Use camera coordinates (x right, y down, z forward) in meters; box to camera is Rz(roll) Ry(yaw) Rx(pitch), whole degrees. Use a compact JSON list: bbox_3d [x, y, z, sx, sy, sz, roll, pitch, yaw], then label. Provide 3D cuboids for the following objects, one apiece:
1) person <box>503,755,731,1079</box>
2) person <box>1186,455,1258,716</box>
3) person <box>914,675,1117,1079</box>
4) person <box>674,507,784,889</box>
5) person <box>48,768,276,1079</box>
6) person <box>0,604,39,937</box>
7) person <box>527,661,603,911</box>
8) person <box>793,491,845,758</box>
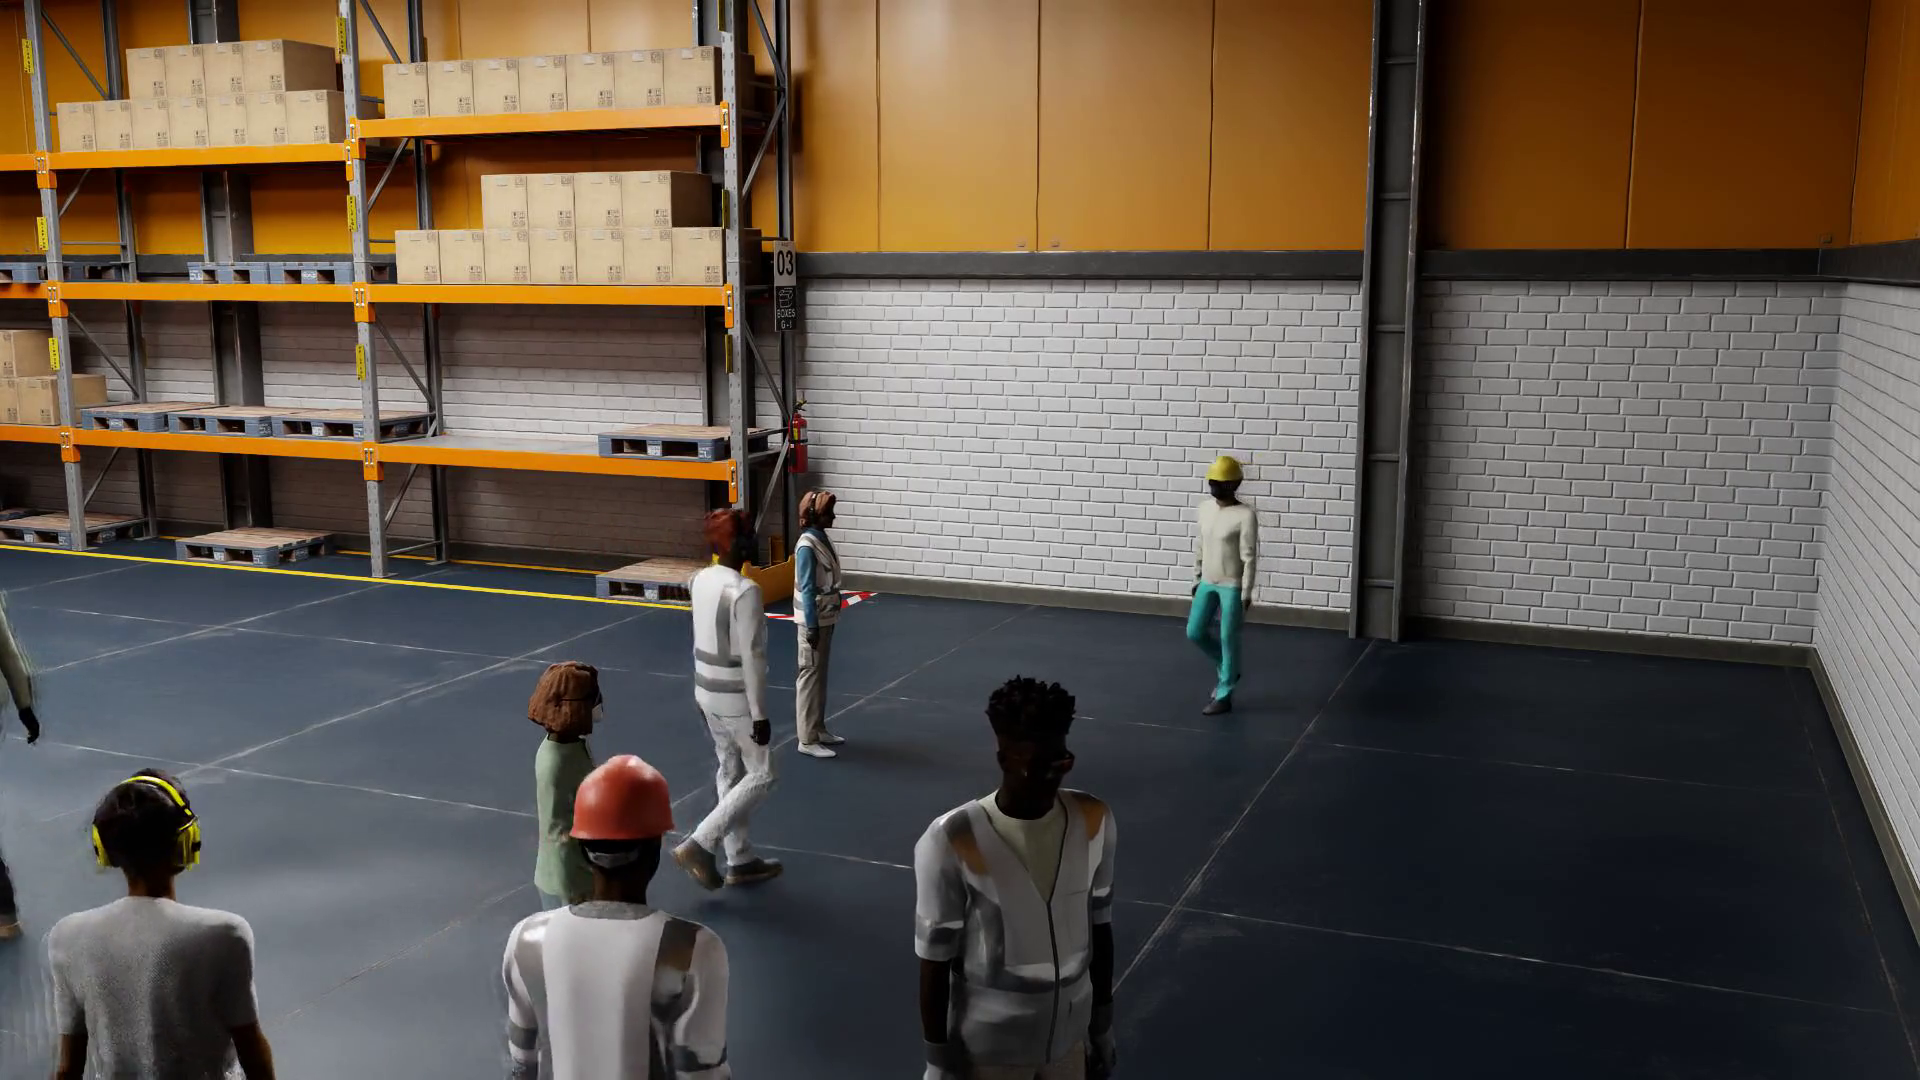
[{"bbox_3d":[-0.775,1.438,3.918,0.551,1.880,0.978,1,9,8],"label":"person"},{"bbox_3d":[1.762,0.300,11.159,0.380,1.754,0.543,-8,12,-38],"label":"person"},{"bbox_3d":[0.163,1.312,4.466,0.607,1.956,0.378,-5,11,-29],"label":"person"},{"bbox_3d":[-1.111,0.773,7.964,0.518,1.872,0.596,-7,11,-35],"label":"person"},{"bbox_3d":[-1.886,1.459,3.938,0.518,1.838,0.875,2,10,10],"label":"person"},{"bbox_3d":[-4.645,0.813,7.604,1.041,1.910,0.663,5,11,29],"label":"person"},{"bbox_3d":[-1.369,1.229,5.924,0.285,1.633,0.500,-1,9,-7],"label":"person"},{"bbox_3d":[-0.880,0.510,10.265,0.306,1.639,0.516,1,9,7],"label":"person"}]
